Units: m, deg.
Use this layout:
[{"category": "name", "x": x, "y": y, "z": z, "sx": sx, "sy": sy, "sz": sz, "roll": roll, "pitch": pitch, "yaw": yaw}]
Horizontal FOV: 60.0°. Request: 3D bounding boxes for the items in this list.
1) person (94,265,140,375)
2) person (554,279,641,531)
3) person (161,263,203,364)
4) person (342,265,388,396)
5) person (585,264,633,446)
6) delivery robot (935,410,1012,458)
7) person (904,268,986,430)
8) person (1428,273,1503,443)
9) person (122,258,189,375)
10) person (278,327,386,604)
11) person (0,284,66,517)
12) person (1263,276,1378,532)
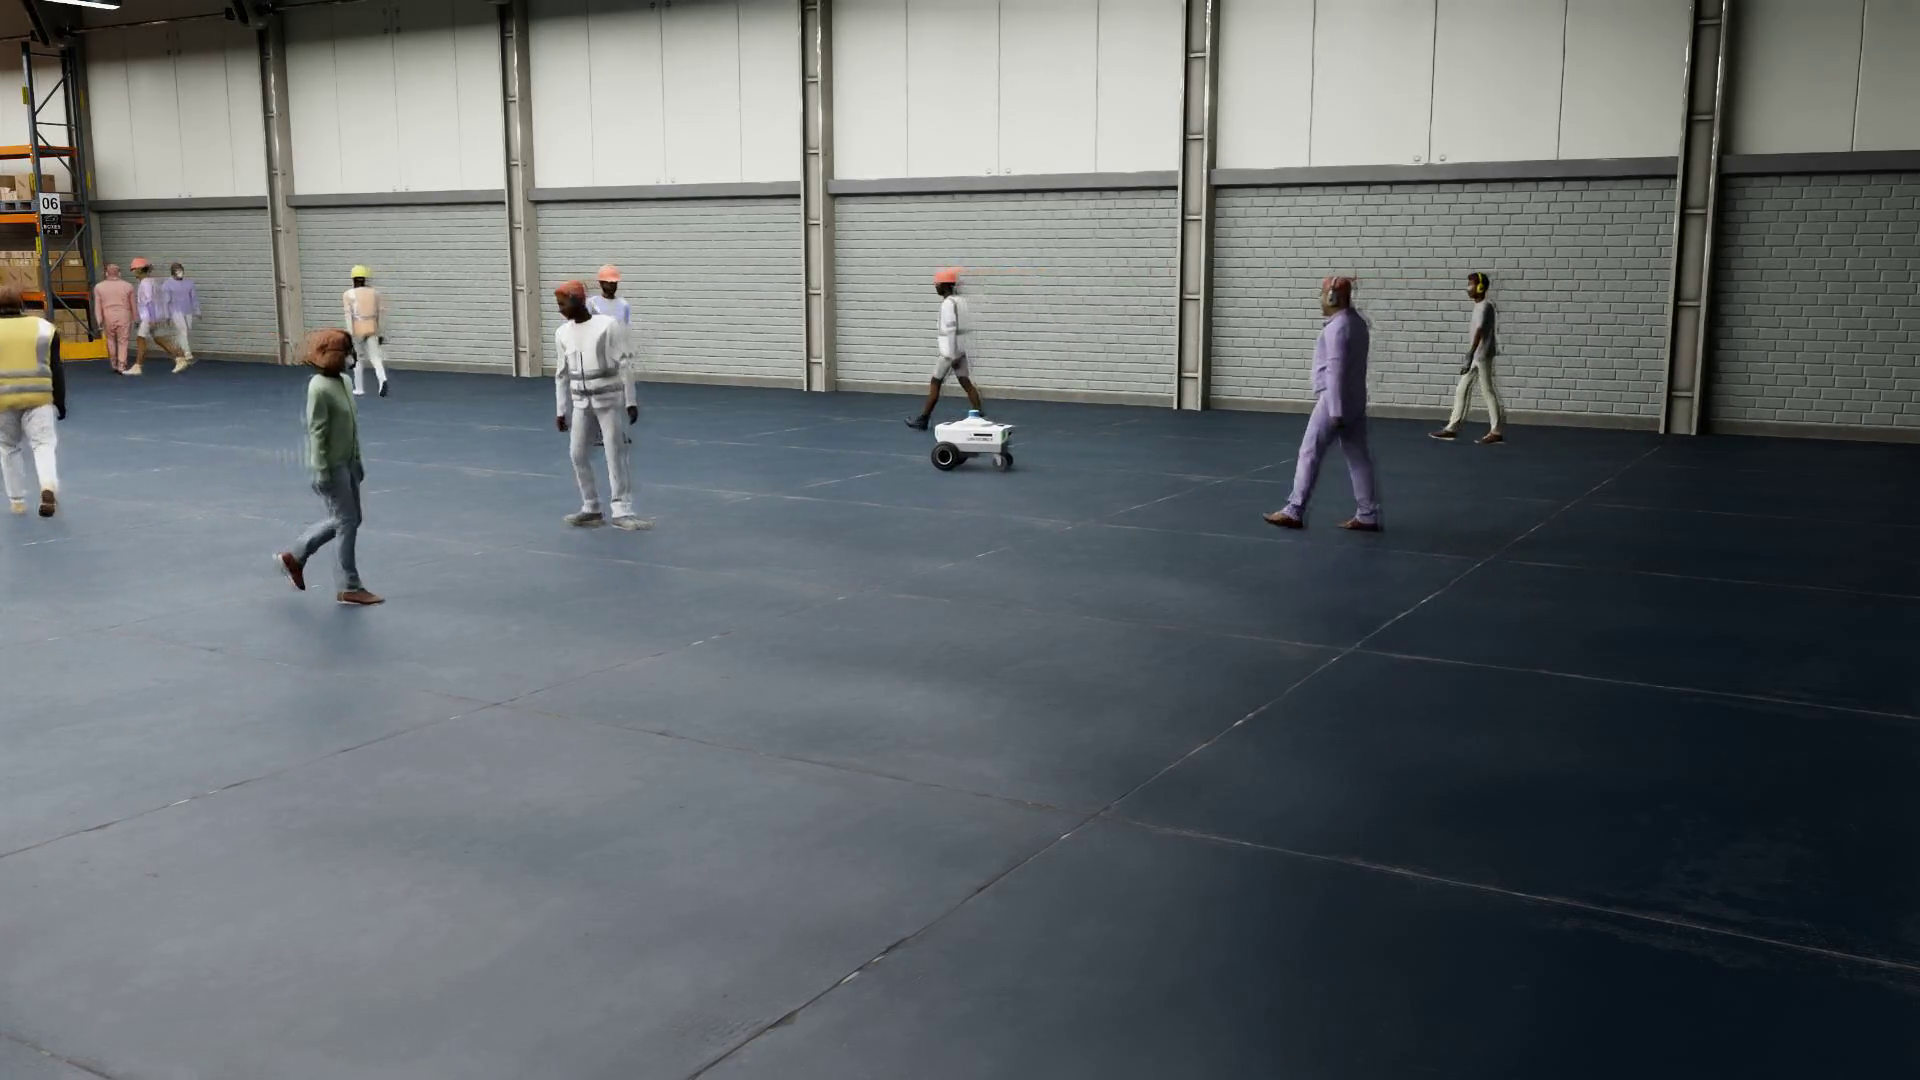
[{"category": "person", "x": -14.498, "y": -3.787, "z": 28.643, "sx": 0.662, "sy": 1.849, "sz": 1.009, "roll": -4, "pitch": 10, "yaw": -21}, {"category": "person", "x": -2.656, "y": -0.986, "z": 12.278, "sx": 0.705, "sy": 1.859, "sz": 0.345, "roll": 4, "pitch": 10, "yaw": 20}, {"category": "person", "x": -14.687, "y": -4.263, "z": 31.317, "sx": 0.991, "sy": 1.904, "sz": 0.628, "roll": 6, "pitch": 11, "yaw": 32}, {"category": "person", "x": -8.602, "y": -3.026, "z": 24.102, "sx": 0.597, "sy": 1.897, "sz": 0.870, "roll": -10, "pitch": 14, "yaw": -44}, {"category": "person", "x": -3.751, "y": -1.982, "z": 17.845, "sx": 0.551, "sy": 1.935, "sz": 0.372, "roll": -9, "pitch": 13, "yaw": -42}, {"category": "delivery robot", "x": 0.135, "y": -0.990, "z": 15.805, "sx": 0.707, "sy": 0.478, "sz": 0.477, "roll": 2, "pitch": 10, "yaw": 13}, {"category": "person", "x": -0.124, "y": -2.194, "z": 19.263, "sx": 1.013, "sy": 1.888, "sz": 0.546, "roll": 3, "pitch": 10, "yaw": 18}, {"category": "person", "x": 5.495, "y": -1.949, "z": 17.944, "sx": 0.879, "sy": 1.832, "sz": 0.530, "roll": 1, "pitch": 10, "yaw": 8}, {"category": "person", "x": -13.799, "y": -3.815, "z": 28.450, "sx": 1.027, "sy": 1.994, "sz": 0.657, "roll": -5, "pitch": 11, "yaw": -25}, {"category": "person", "x": -3.678, "y": -0.424, "z": 9.644, "sx": 0.578, "sy": 1.619, "sz": 0.505, "roll": 0, "pitch": 10, "yaw": -1}, {"category": "person", "x": -7.255, "y": -1.067, "z": 12.865, "sx": 0.631, "sy": 1.819, "sz": 0.844, "roll": -6, "pitch": 12, "yaw": -33}, {"category": "person", "x": 2.694, "y": -0.994, "z": 12.270, "sx": 0.924, "sy": 1.871, "sz": 0.660, "roll": 7, "pitch": 12, "yaw": 34}]
